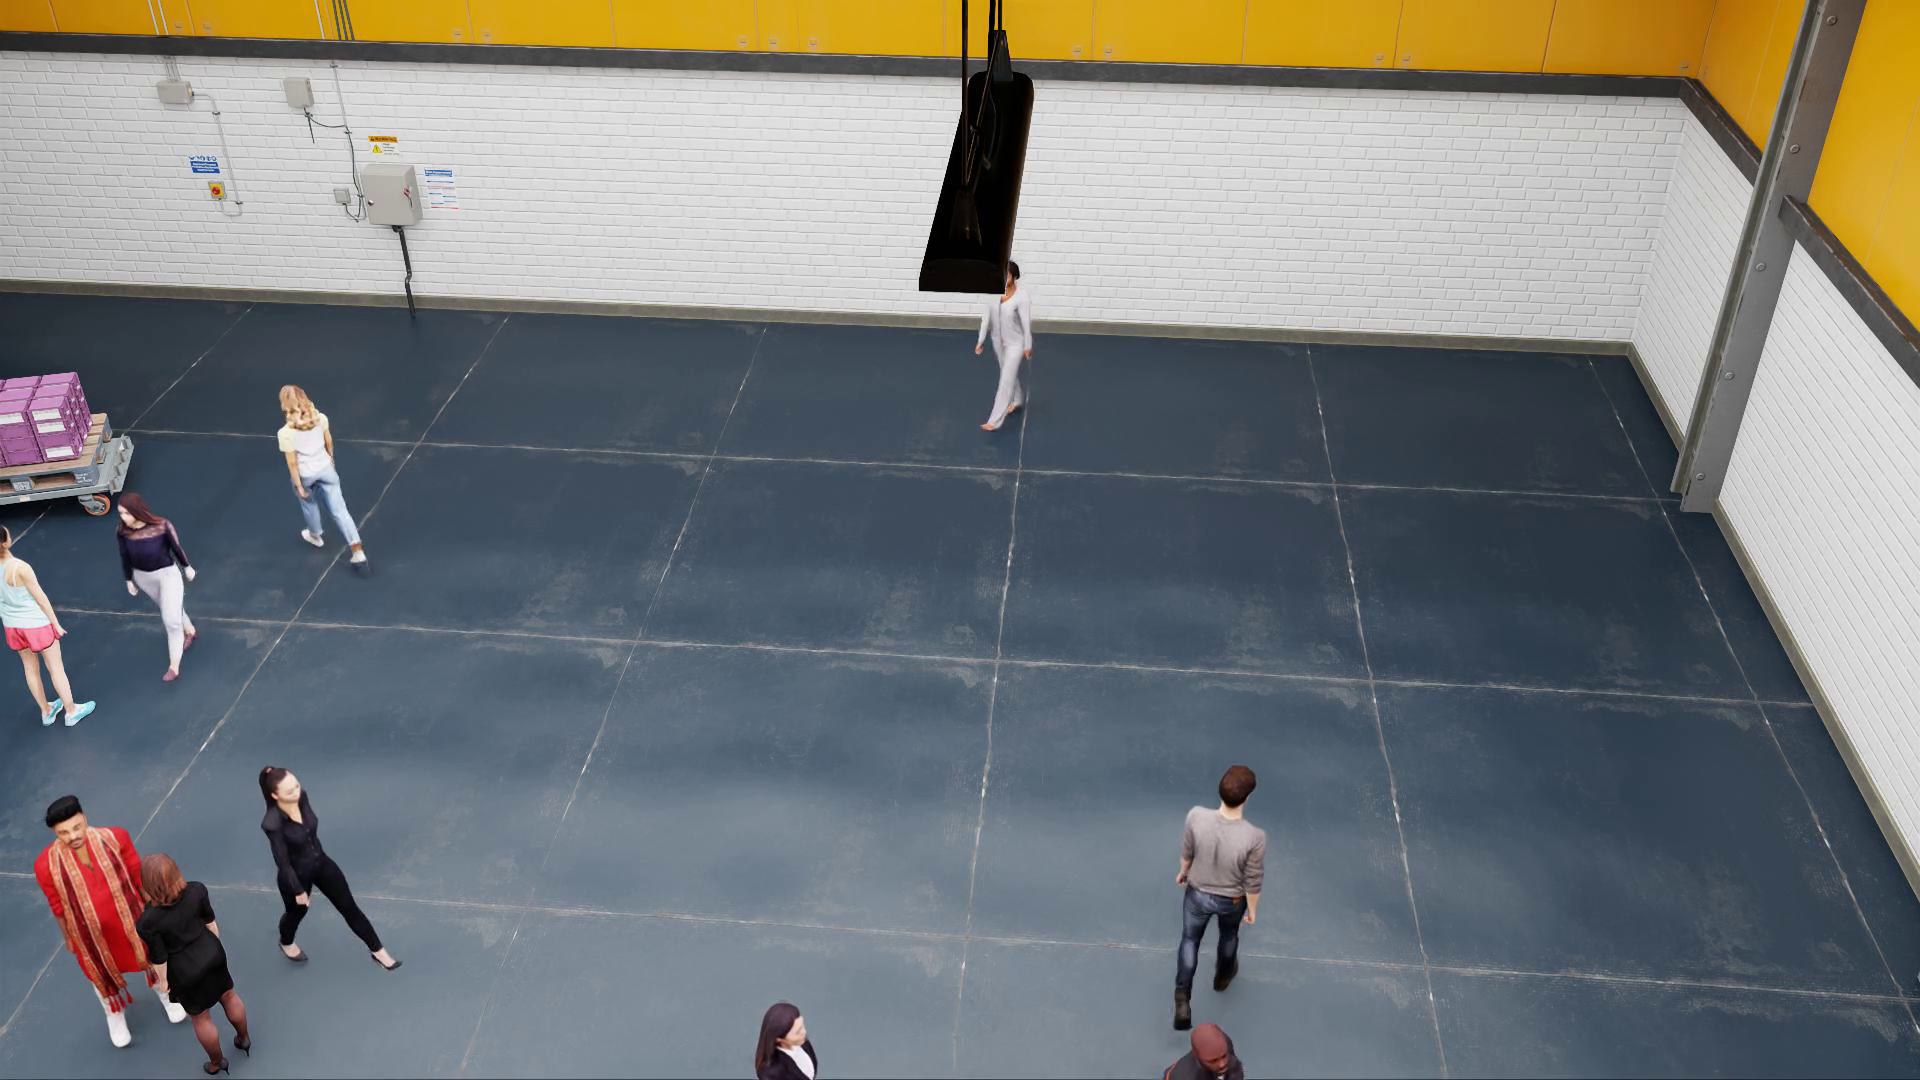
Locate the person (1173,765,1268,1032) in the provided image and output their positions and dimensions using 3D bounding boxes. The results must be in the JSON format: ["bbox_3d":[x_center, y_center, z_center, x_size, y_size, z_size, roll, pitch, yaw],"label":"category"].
[{"bbox_3d":[1.518,2.182,10.032,0.874,1.879,1.158,12,35,18],"label":"person"}]

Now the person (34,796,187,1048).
[{"bbox_3d":[-5.128,2.232,9.962,0.780,1.874,0.809,-20,38,-27],"label":"person"}]

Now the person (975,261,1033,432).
[{"bbox_3d":[0.531,-1.988,16.469,1.017,1.698,1.146,27,42,34],"label":"person"}]

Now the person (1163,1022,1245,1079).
[{"bbox_3d":[1.176,3.084,8.747,1.050,1.799,1.015,25,41,32],"label":"person"}]

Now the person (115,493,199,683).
[{"bbox_3d":[-6.314,0.283,13.173,0.657,1.564,1.042,0,34,-1],"label":"person"}]

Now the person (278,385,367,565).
[{"bbox_3d":[-5.474,-0.524,14.279,1.150,1.683,1.166,28,43,35],"label":"person"}]

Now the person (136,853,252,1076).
[{"bbox_3d":[-4.479,2.484,9.733,0.715,1.706,0.583,19,38,26],"label":"person"}]

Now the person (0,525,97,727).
[{"bbox_3d":[-6.976,0.632,12.467,0.595,1.764,0.554,4,34,6],"label":"person"}]

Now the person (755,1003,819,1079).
[{"bbox_3d":[-0.920,3.064,8.833,0.680,1.738,0.511,6,34,10],"label":"person"}]

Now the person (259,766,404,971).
[{"bbox_3d":[-4.147,2.096,10.364,0.819,1.655,1.075,10,35,14],"label":"person"}]
